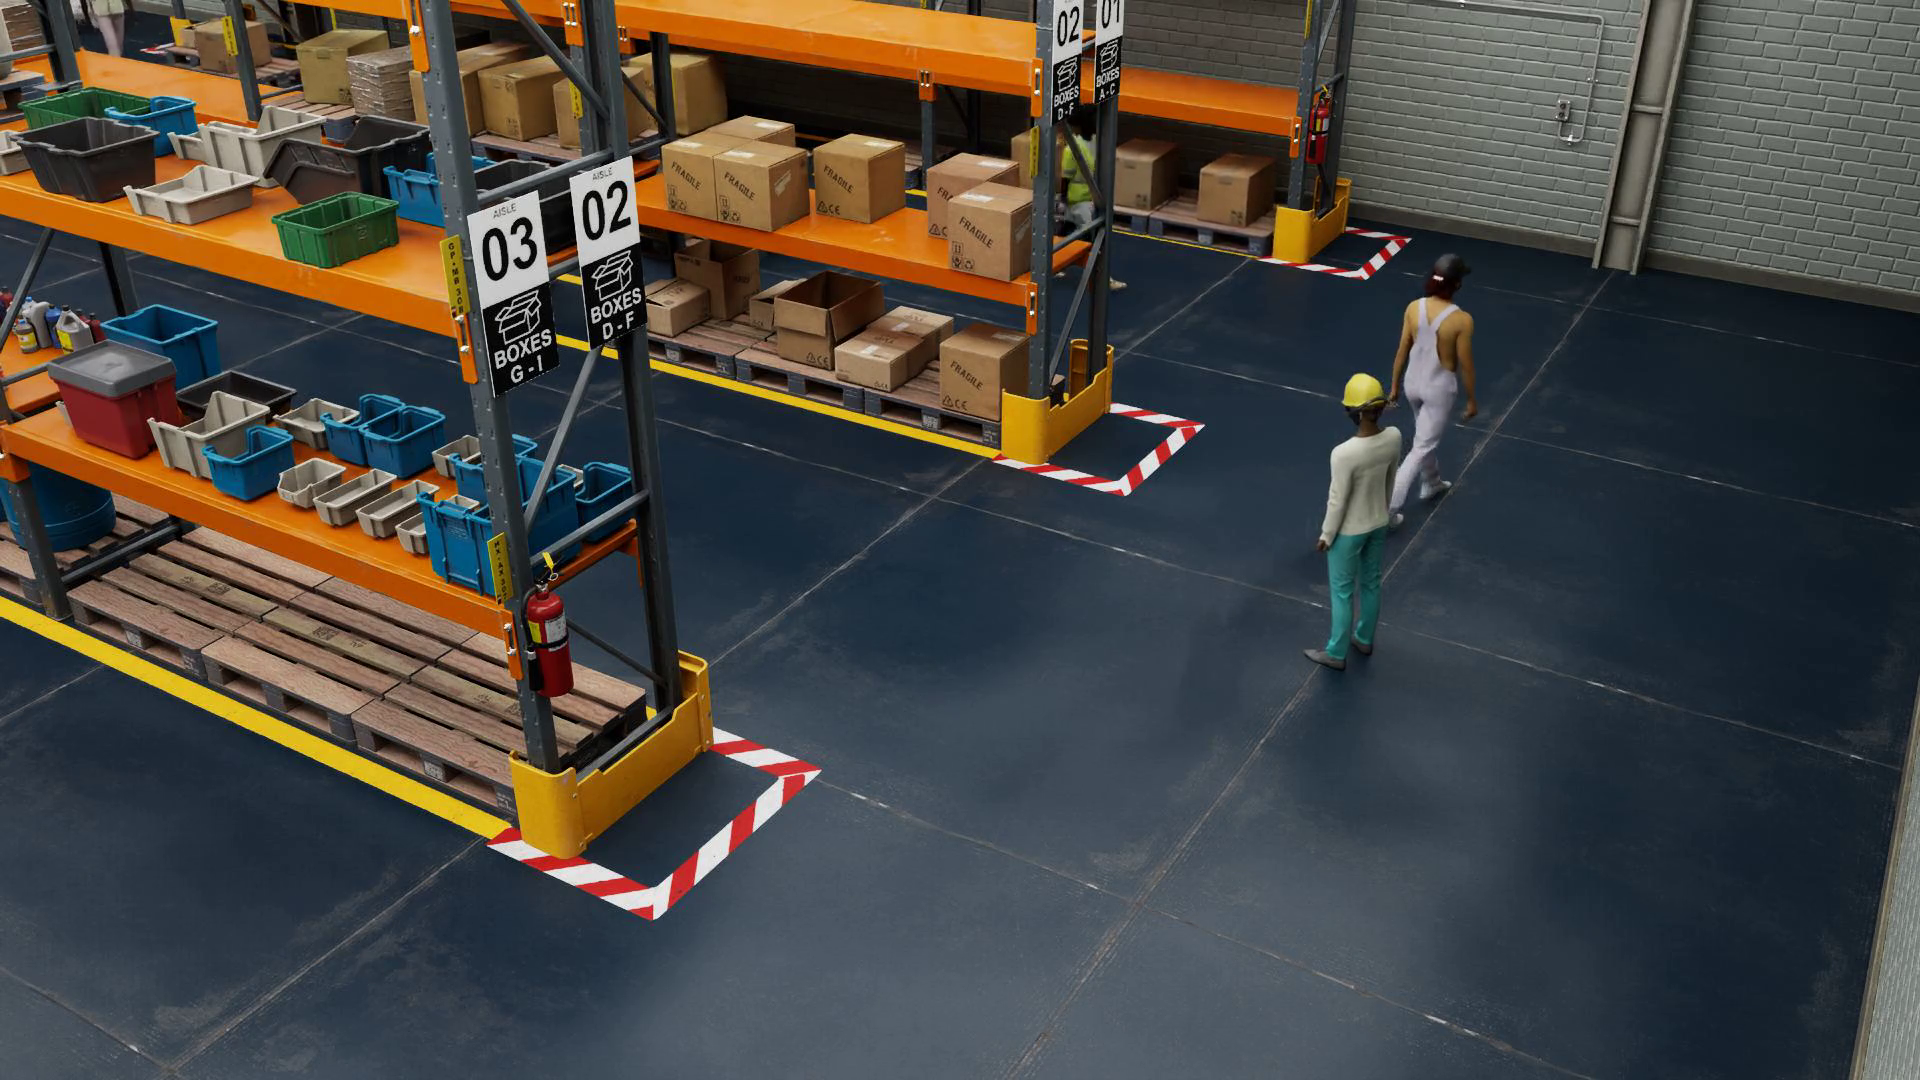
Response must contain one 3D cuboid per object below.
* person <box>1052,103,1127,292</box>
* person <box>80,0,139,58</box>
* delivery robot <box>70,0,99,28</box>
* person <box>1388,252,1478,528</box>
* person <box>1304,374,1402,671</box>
[{"bbox_3d":[1.082,-3.039,14.667,0.889,1.647,0.536,14,32,24],"label":"person"},{"bbox_3d":[-10.715,-6.608,20.914,0.956,1.800,0.565,25,37,37],"label":"person"},{"bbox_3d":[-12.881,-7.593,23.977,0.499,0.607,0.808,15,33,25],"label":"delivery robot"},{"bbox_3d":[3.053,-0.974,10.791,0.957,1.824,0.524,-23,36,-35],"label":"person"},{"bbox_3d":[2.188,-0.091,9.270,0.524,1.757,0.341,-19,35,-31],"label":"person"}]
